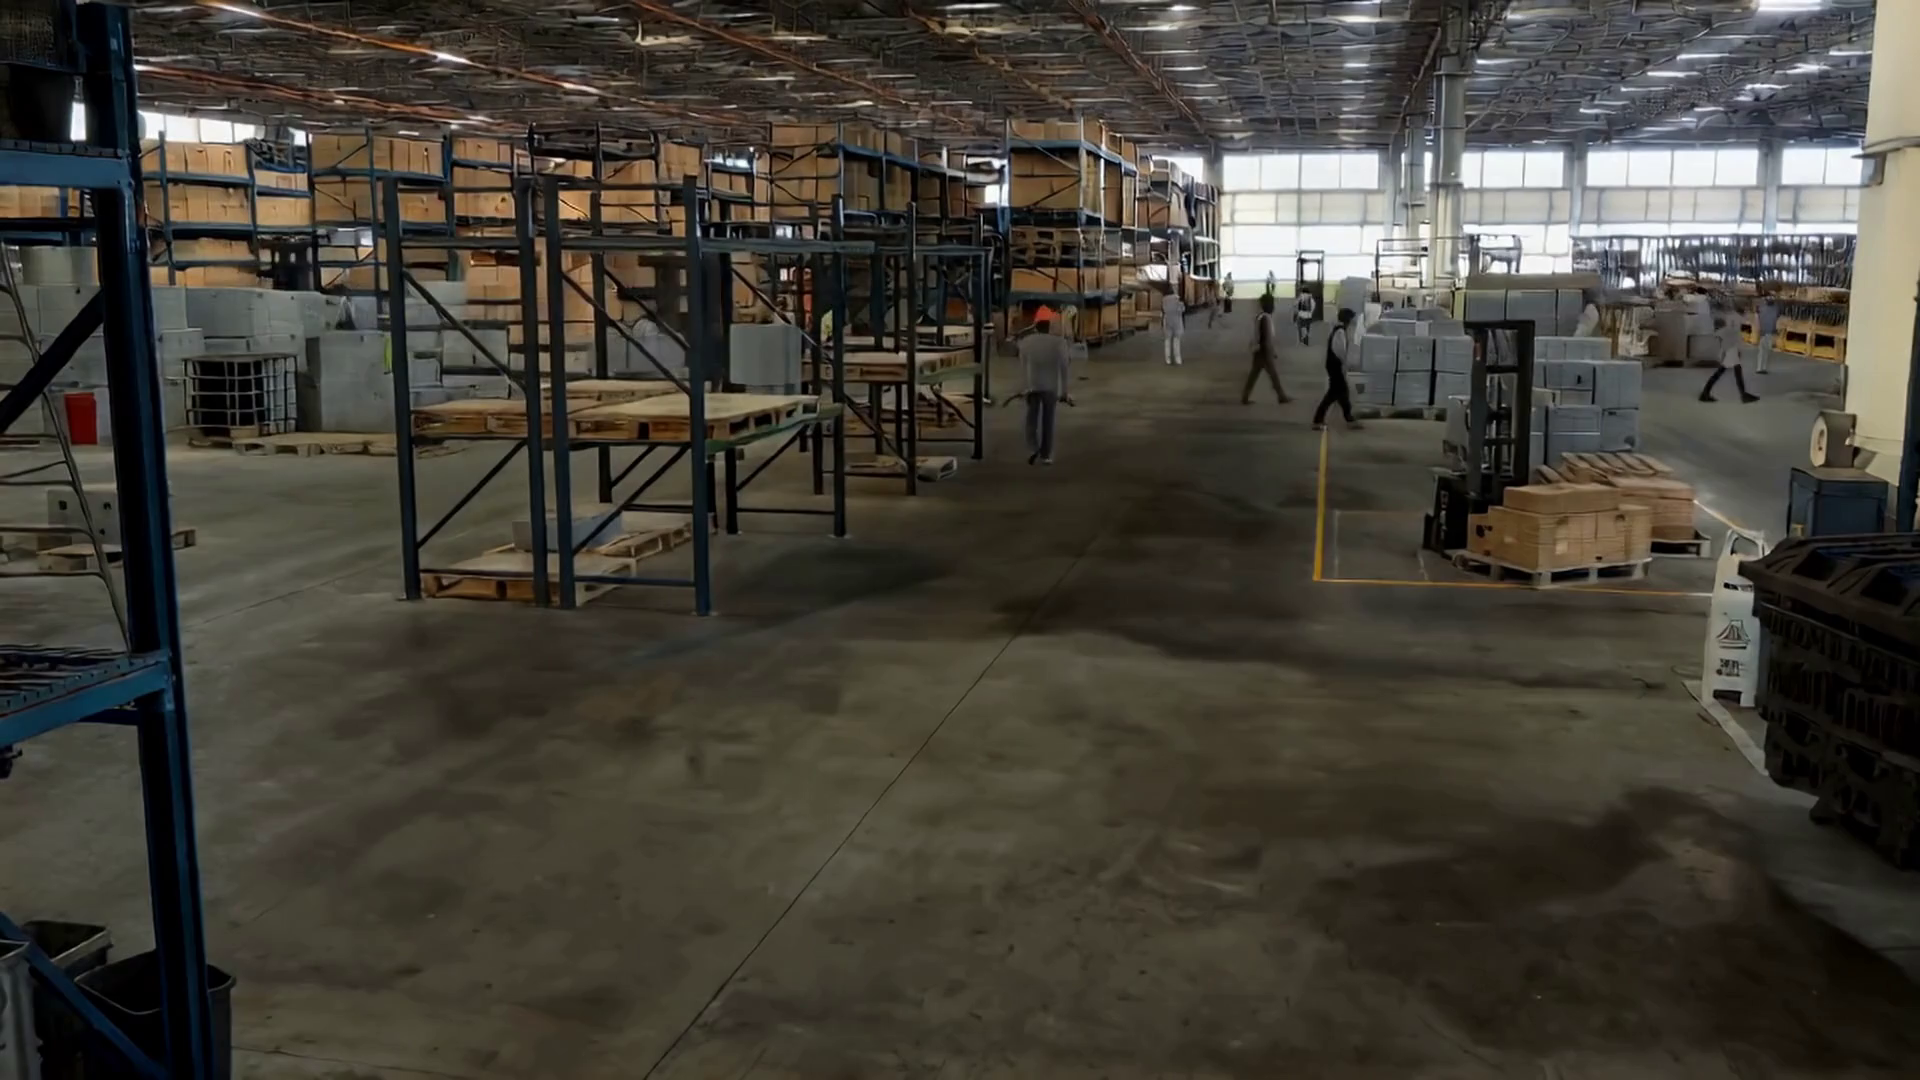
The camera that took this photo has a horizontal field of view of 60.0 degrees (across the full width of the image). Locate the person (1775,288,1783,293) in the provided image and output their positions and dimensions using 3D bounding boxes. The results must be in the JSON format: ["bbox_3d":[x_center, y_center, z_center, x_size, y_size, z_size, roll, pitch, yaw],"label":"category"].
[{"bbox_3d":[43.679,-13.340,88.416,0.958,1.788,0.584,4,10,20],"label":"person"}]

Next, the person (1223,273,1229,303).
[{"bbox_3d":[14.445,-13.542,89.745,0.542,1.745,0.584,1,10,7],"label":"person"}]

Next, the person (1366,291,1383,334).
[{"bbox_3d":[10.567,-5.506,42.340,0.551,1.682,0.371,-6,11,-30],"label":"person"}]

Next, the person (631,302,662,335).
[{"bbox_3d":[-4.617,-2.600,24.696,0.586,1.849,0.646,8,13,40],"label":"person"}]

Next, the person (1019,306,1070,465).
[{"bbox_3d":[1.031,-1.874,20.203,0.608,1.902,0.673,2,10,11],"label":"person"}]

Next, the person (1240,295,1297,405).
[{"bbox_3d":[5.221,-3.195,28.119,0.993,1.870,0.599,2,10,9],"label":"person"}]

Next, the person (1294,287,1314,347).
[{"bbox_3d":[9.750,-6.322,47.182,0.545,1.687,0.361,0,10,0],"label":"person"}]

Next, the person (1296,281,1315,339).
[{"bbox_3d":[10.694,-7.123,51.532,0.614,1.815,0.504,1,10,7],"label":"person"}]

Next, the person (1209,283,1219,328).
[{"bbox_3d":[9.106,-8.387,59.579,0.365,1.620,0.530,2,10,14],"label":"person"}]

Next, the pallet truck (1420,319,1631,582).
[{"bbox_3d":[4.543,-0.757,13.299,0.823,1.965,1.885,-4,10,-22],"label":"pallet truck"}]

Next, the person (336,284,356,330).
[{"bbox_3d":[-15.224,-5.357,40.925,1.013,1.862,0.603,-5,11,-25],"label":"person"}]

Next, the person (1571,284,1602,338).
[{"bbox_3d":[11.944,-3.834,31.395,0.904,2.000,0.694,7,12,35],"label":"person"}]

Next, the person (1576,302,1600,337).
[{"bbox_3d":[8.849,-2.423,23.550,0.309,1.868,0.535,2,10,10],"label":"person"}]

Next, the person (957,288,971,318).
[{"bbox_3d":[0.014,-9.239,63.970,0.901,1.874,0.653,2,10,11],"label":"person"}]

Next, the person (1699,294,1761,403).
[{"bbox_3d":[13.332,-3.303,28.709,1.010,1.871,0.578,5,11,26],"label":"person"}]

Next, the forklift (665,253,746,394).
[{"bbox_3d":[-4.273,-3.496,26.907,1.129,2.768,1.873,2,10,12],"label":"forklift"}]

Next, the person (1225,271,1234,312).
[{"bbox_3d":[12.734,-11.717,78.398,0.542,1.931,0.366,-9,13,-43],"label":"person"}]

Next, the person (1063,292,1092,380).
[{"bbox_3d":[2.201,-4.137,33.863,0.939,1.825,0.532,-1,10,-8],"label":"person"}]

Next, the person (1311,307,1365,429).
[{"bbox_3d":[5.497,-2.490,24.184,0.789,1.796,0.589,1,10,7],"label":"person"}]

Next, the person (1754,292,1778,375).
[{"bbox_3d":[17.371,-4.434,35.756,0.533,1.767,0.326,-7,12,-34],"label":"person"}]

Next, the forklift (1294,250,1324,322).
[{"bbox_3d":[13.778,-10.002,65.433,1.129,2.768,1.873,2,10,12],"label":"forklift"}]

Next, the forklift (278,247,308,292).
[{"bbox_3d":[-19.639,-7.248,49.124,1.129,2.768,1.873,5,11,28],"label":"forklift"}]

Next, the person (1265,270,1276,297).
[{"bbox_3d":[16.260,-13.182,87.055,0.604,1.937,0.403,-5,11,-25],"label":"person"}]

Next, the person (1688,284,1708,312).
[{"bbox_3d":[22.157,-6.811,49.953,0.539,1.730,0.885,3,10,18],"label":"person"}]

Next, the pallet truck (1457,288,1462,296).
[{"bbox_3d":[20.506,-9.785,68.819,0.653,1.274,1.630,2,10,12],"label":"pallet truck"}]

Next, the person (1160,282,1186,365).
[{"bbox_3d":[5.008,-5.087,39.082,0.604,1.954,0.392,5,11,26],"label":"person"}]
